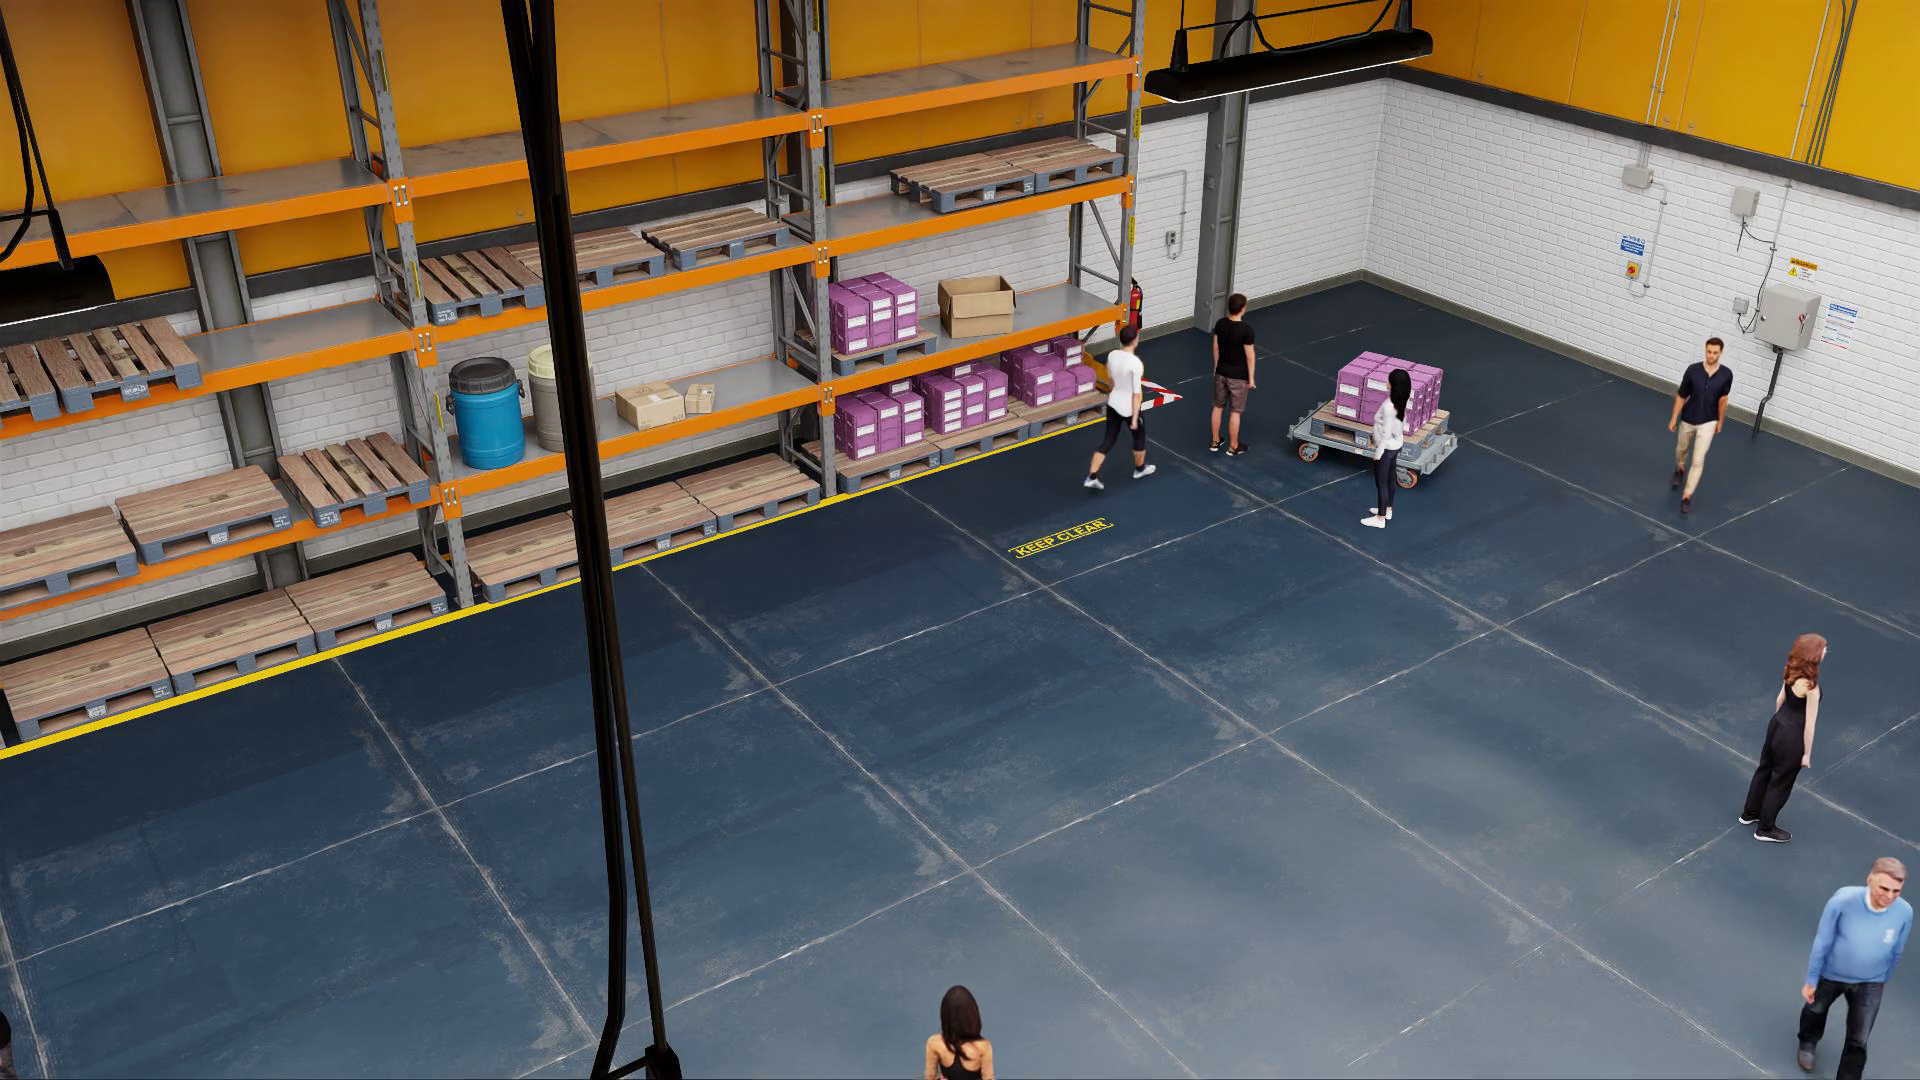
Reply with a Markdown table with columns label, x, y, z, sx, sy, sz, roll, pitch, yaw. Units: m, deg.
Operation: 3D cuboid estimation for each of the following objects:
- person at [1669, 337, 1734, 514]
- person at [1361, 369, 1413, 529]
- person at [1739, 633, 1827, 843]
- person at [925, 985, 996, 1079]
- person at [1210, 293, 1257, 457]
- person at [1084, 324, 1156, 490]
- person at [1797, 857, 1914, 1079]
| label | x | y | z | sx | sy | sz | roll | pitch | yaw |
| --- | --- | --- | --- | --- | --- | --- | --- | --- | --- |
| person | 7.668 | -1.265 | 17.278 | 1.050 | 1.815 | 1.275 | 13 | 31 | 23 |
| person | 4.337 | -0.941 | 16.804 | 0.756 | 1.701 | 0.629 | 17 | 33 | 28 |
| person | 6.145 | 1.450 | 12.371 | 0.670 | 1.748 | 0.654 | -3 | 29 | -6 |
| person | -0.008 | 3.184 | 9.309 | 0.637 | 1.636 | 0.703 | 4 | 29 | 8 |
| person | 2.976 | -1.832 | 18.269 | 0.731 | 1.862 | 0.678 | 21 | 35 | 34 |
| person | 1.642 | -1.350 | 17.433 | 1.259 | 1.816 | 0.783 | -23 | 36 | -36 |
| person | 5.458 | 2.601 | 10.239 | 1.045 | 1.771 | 1.189 | 9 | 30 | 17 |
